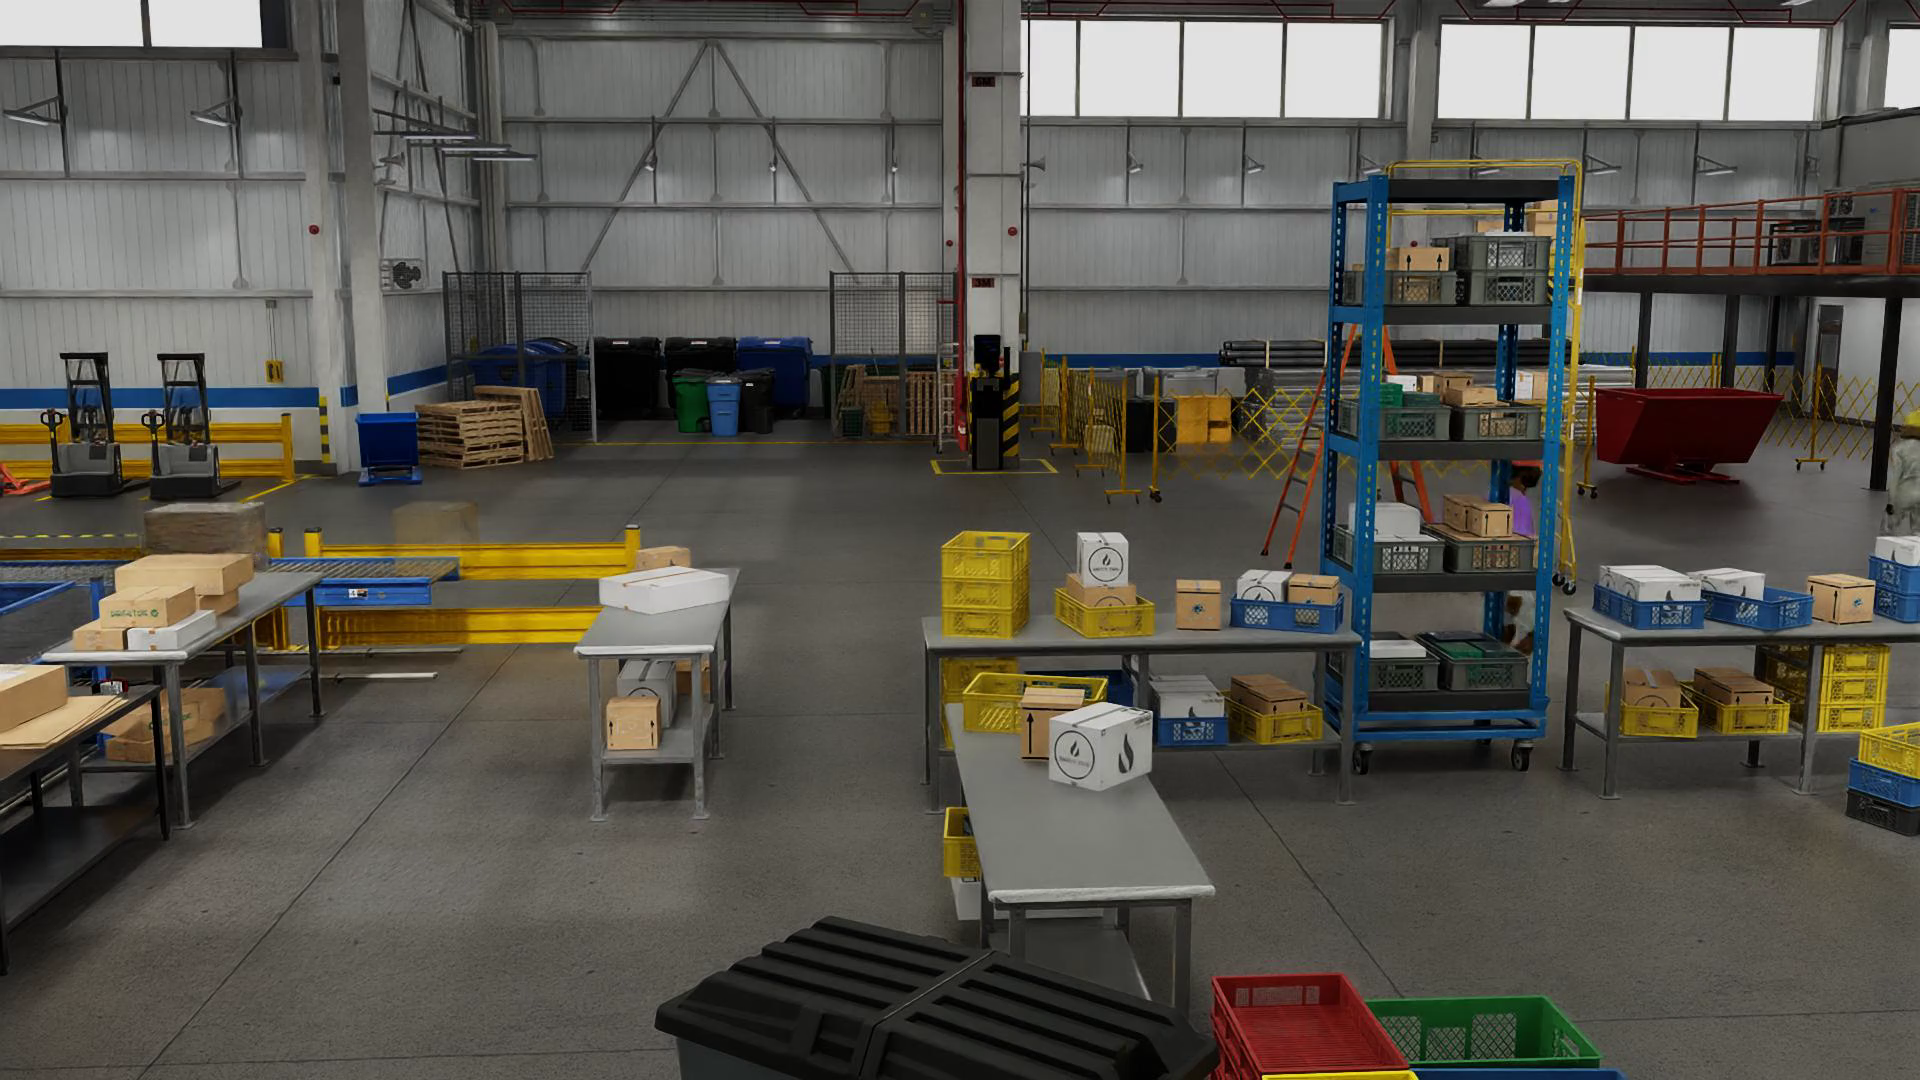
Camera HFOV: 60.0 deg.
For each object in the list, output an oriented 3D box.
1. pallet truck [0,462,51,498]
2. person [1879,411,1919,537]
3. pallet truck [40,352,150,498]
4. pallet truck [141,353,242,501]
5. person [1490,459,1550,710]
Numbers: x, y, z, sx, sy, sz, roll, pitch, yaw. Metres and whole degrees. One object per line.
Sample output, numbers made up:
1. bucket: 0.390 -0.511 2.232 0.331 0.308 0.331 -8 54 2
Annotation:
1. pallet truck: -13.193 -1.293 23.148 0.653 1.274 1.630 -1 9 -4
2. person: 9.213 -0.397 16.195 0.502 1.722 0.602 0 9 -2
3. pallet truck: -11.907 -1.642 23.165 0.823 1.965 1.885 0 9 0
4. pallet truck: -10.520 -1.604 22.925 0.823 1.965 1.885 -1 9 -6
5. person: 3.782 0.279 11.334 0.418 1.919 0.580 0 9 2
